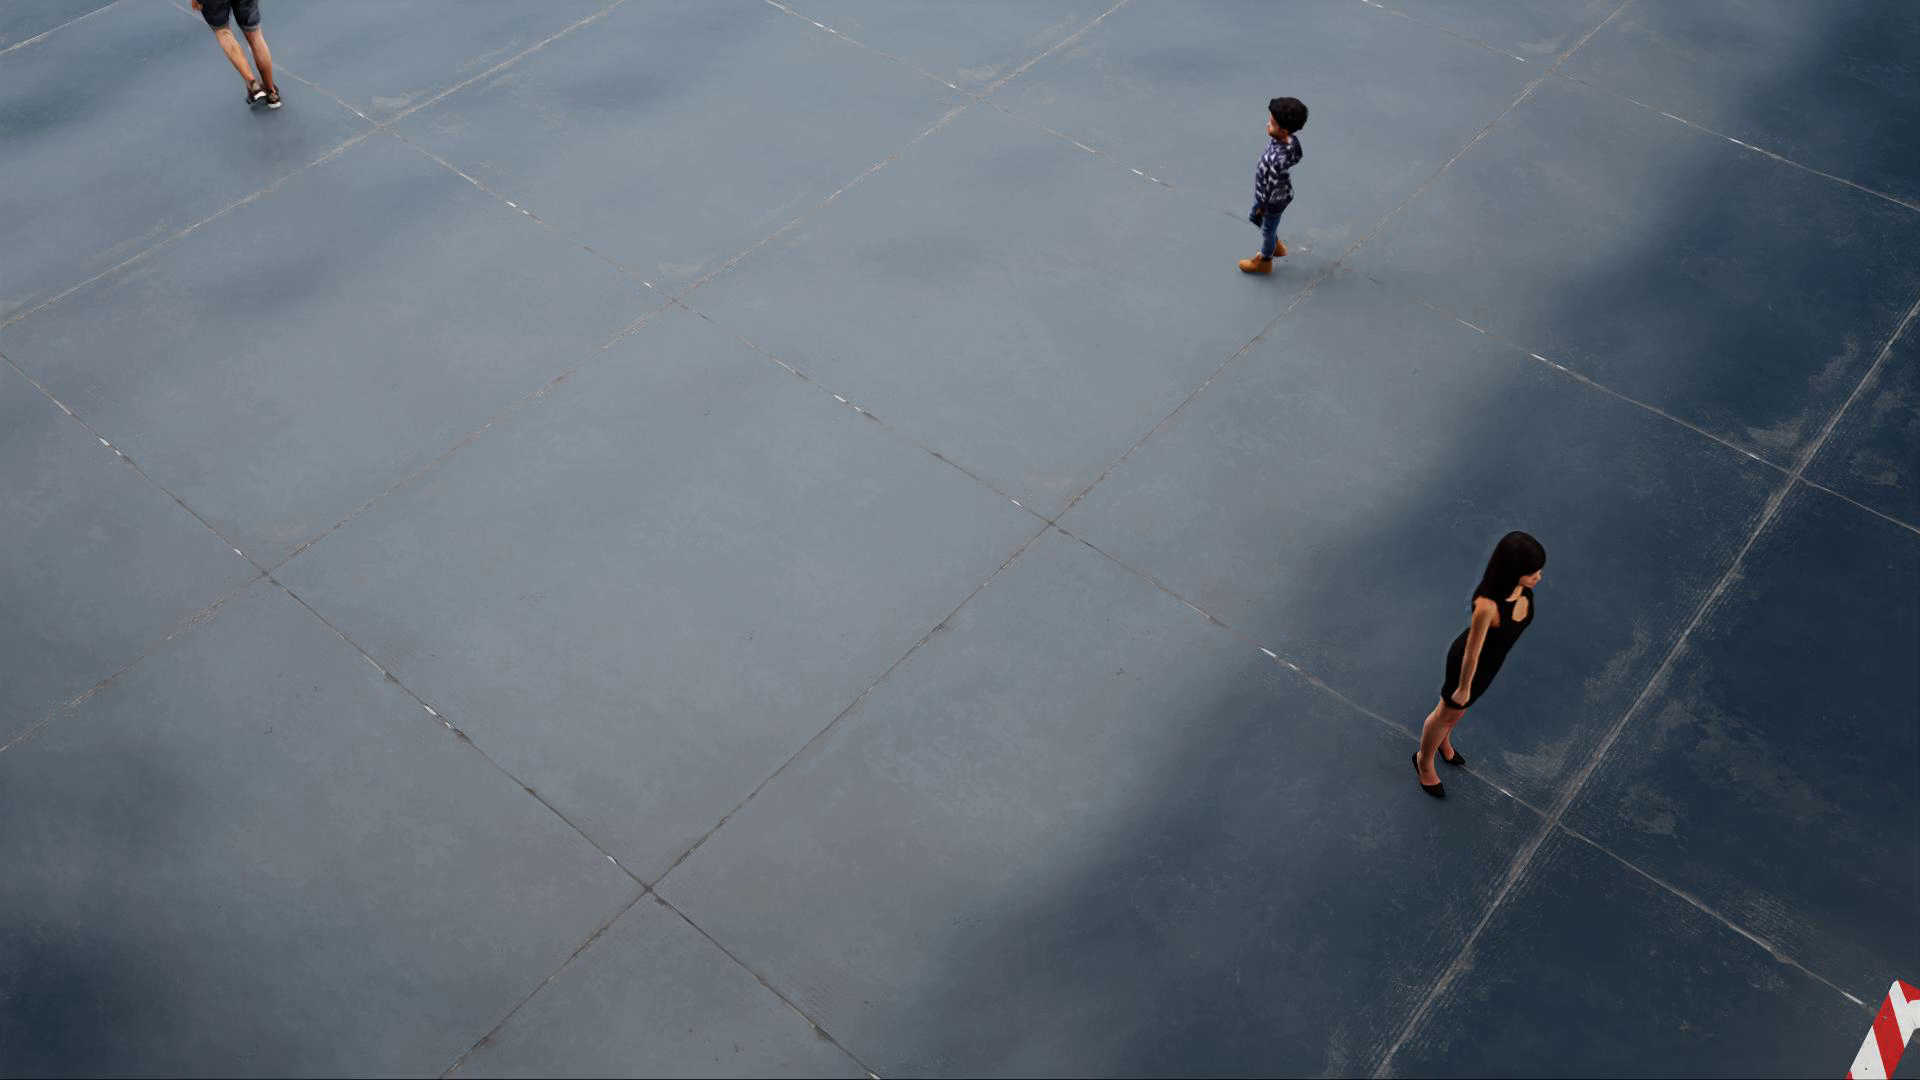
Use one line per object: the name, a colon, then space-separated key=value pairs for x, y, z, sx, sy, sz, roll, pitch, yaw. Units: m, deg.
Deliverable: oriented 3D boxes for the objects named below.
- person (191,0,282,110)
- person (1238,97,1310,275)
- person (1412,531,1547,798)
person: x=-4.949 y=-3.719 z=11.252 sx=0.789 sy=1.837 sz=0.798 roll=-24 pitch=52 yaw=-21
person: x=1.975 y=-2.157 z=10.211 sx=0.647 sy=1.245 sz=0.605 roll=7 pitch=48 yaw=7
person: x=2.309 y=0.538 z=7.445 sx=0.482 sy=1.648 sz=0.569 roll=32 pitch=55 yaw=26
